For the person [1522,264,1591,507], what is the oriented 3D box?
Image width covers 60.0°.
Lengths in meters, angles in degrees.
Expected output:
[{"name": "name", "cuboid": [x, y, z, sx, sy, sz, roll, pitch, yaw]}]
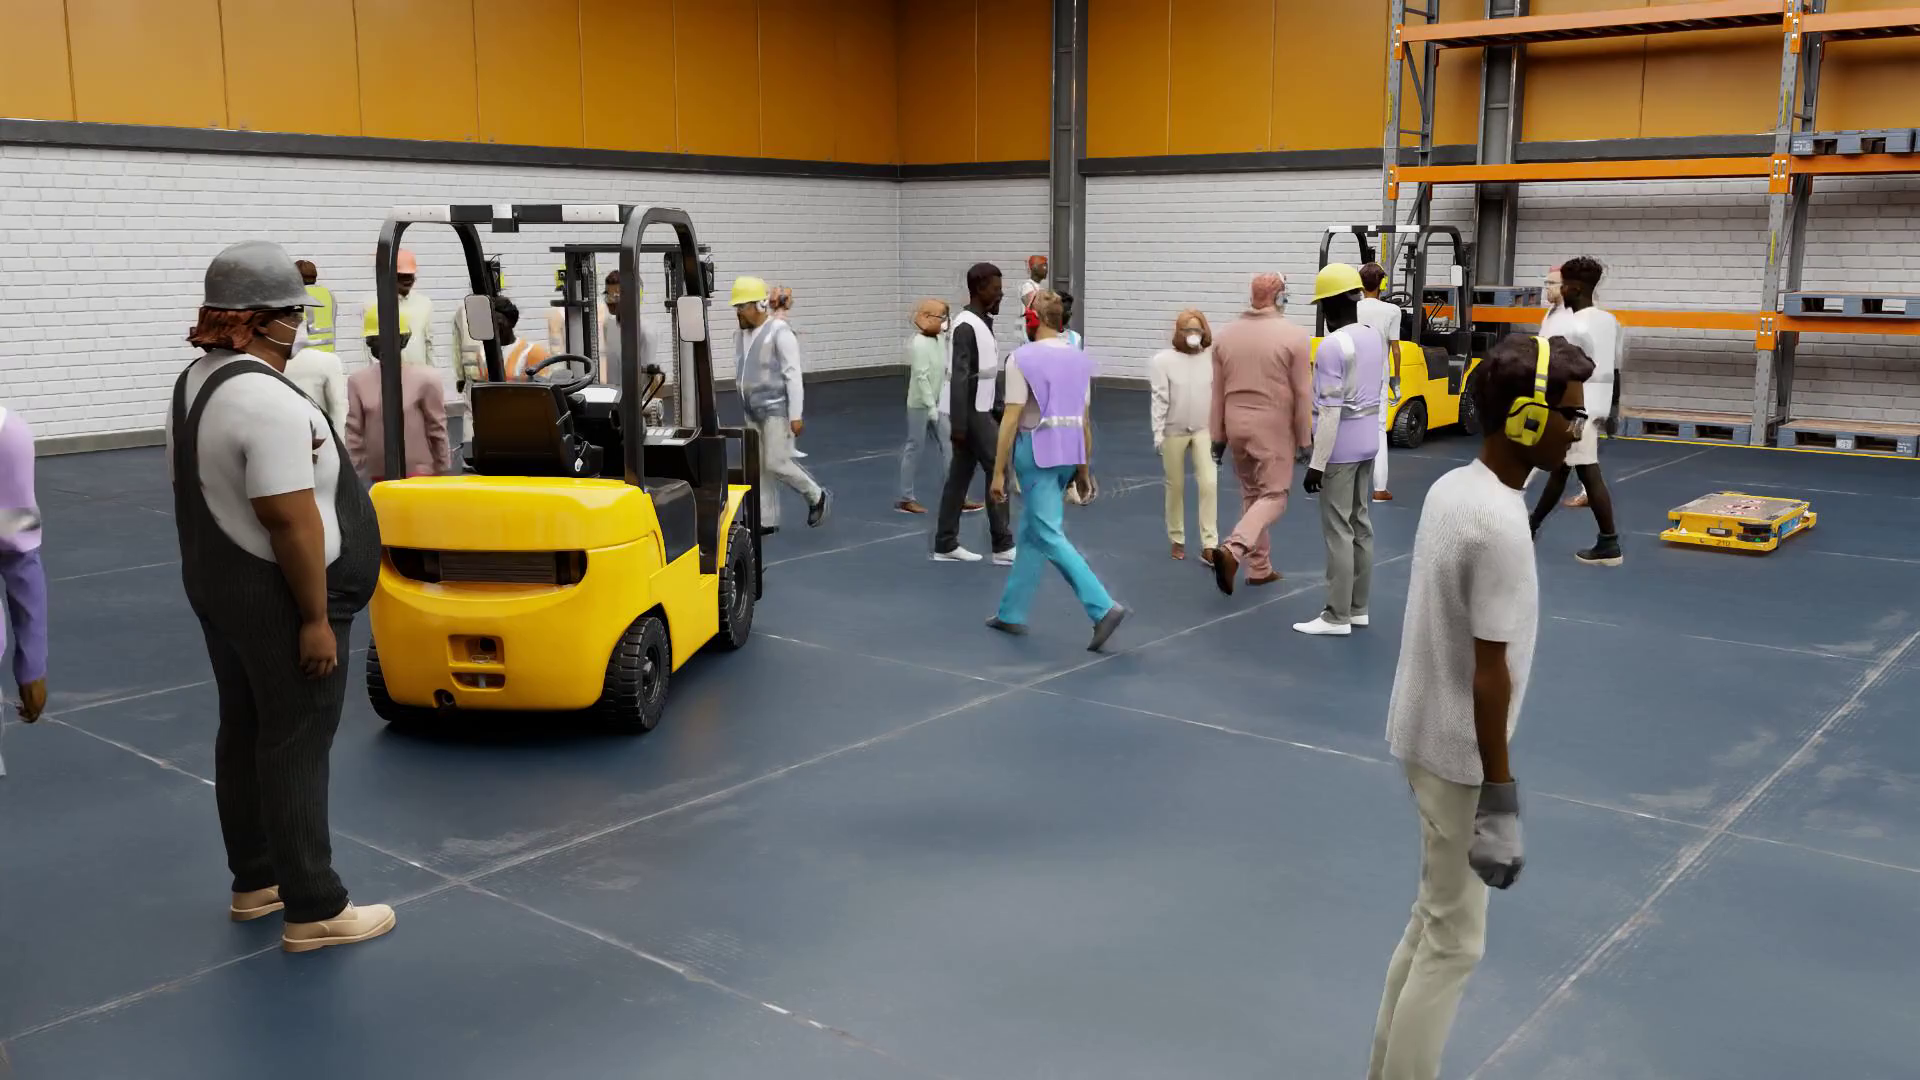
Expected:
[{"name": "person", "cuboid": [4.473, -1.146, 12.572, 1.006, 1.853, 0.645, 1, 10, 6]}]

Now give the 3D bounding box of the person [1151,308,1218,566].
[{"name": "person", "cuboid": [1.442, -0.632, 10.410, 0.505, 1.607, 0.723, 0, 10, -2]}]

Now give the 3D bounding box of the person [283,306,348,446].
[{"name": "person", "cuboid": [-3.689, -0.500, 9.315, 0.542, 1.720, 0.860, -3, 11, -16]}]

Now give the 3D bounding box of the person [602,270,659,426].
[{"name": "person", "cuboid": [-2.085, -0.768, 10.496, 0.548, 1.846, 0.407, 8, 13, 38]}]

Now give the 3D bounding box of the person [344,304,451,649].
[{"name": "person", "cuboid": [-2.875, -0.368, 8.617, 0.535, 1.728, 0.879, 3, 11, 14]}]

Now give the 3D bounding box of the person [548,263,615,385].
[{"name": "person", "cuboid": [-2.943, -1.206, 12.881, 0.602, 1.854, 0.960, -8, 13, -39]}]

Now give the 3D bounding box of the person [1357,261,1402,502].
[{"name": "person", "cuboid": [3.186, -1.220, 12.963, 0.512, 1.862, 0.328, 4, 11, 20]}]

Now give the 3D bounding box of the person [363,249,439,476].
[{"name": "person", "cuboid": [-4.281, -1.264, 12.930, 0.619, 1.956, 0.909, -10, 14, -42]}]

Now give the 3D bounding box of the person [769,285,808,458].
[{"name": "person", "cuboid": [-1.714, -1.548, 15.431, 0.545, 1.621, 0.529, -2, 10, -12]}]

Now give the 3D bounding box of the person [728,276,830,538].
[{"name": "person", "cuboid": [-1.276, -0.893, 11.333, 0.631, 1.803, 0.601, -9, 14, -41]}]

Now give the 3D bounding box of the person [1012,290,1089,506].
[{"name": "person", "cuboid": [0.690, -1.124, 13.006, 0.535, 1.660, 0.876, -5, 11, -27]}]

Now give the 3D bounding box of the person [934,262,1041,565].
[{"name": "person", "cuboid": [0.203, -0.782, 10.449, 0.832, 1.887, 0.591, 1, 10, 5]}]

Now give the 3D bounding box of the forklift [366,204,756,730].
[{"name": "forklift", "cuboid": [-1.766, -0.406, 7.525, 1.214, 2.155, 2.313, 1, 10, 7]}]

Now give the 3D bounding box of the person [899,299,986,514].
[{"name": "person", "cuboid": [-0.151, -0.965, 12.243, 0.750, 1.597, 0.525, 5, 11, 25]}]

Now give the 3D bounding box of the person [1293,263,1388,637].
[{"name": "person", "cuboid": [1.955, -0.457, 8.574, 0.380, 1.917, 0.586, 8, 13, 38]}]

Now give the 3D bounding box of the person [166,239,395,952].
[{"name": "person", "cuboid": [-1.959, 0.154, 4.844, 0.682, 2.000, 0.537, 10, 14, 43]}]

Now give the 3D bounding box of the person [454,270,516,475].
[{"name": "person", "cuboid": [-4.053, -1.435, 14.317, 0.646, 1.792, 0.603, 4, 11, 19]}]

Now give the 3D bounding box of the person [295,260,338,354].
[{"name": "person", "cuboid": [-6.310, -1.787, 16.154, 0.430, 1.845, 0.619, 3, 11, 19]}]

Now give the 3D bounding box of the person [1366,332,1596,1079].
[{"name": "person", "cuboid": [1.104, 0.484, 3.561, 0.385, 1.850, 0.538, 1, 10, 8]}]

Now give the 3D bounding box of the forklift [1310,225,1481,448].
[{"name": "forklift", "cuboid": [4.449, -2.115, 16.993, 1.214, 2.155, 2.313, 8, 13, 38]}]

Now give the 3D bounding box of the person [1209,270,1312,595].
[{"name": "person", "cuboid": [1.694, -0.607, 9.567, 0.792, 1.876, 0.650, -10, 14, -44]}]

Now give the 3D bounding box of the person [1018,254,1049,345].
[{"name": "person", "cuboid": [0.837, -2.309, 18.960, 0.447, 1.871, 0.597, 3, 11, 16]}]

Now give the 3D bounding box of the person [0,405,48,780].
[{"name": "person", "cuboid": [-2.673, 0.266, 4.289, 0.609, 2.016, 0.867, -3, 11, -17]}]

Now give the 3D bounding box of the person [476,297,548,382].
[{"name": "person", "cuboid": [-2.937, -0.799, 11.174, 0.538, 1.674, 0.651, 3, 11, 19]}]

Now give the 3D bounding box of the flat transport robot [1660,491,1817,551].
[{"name": "flat transport robot", "cuboid": [5.356, -0.143, 11.397, 0.652, 0.197, 1.431, 8, 13, 38]}]

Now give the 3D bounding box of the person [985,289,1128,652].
[{"name": "person", "cuboid": [0.488, -0.359, 8.383, 0.633, 1.799, 0.893, -10, 14, -44]}]

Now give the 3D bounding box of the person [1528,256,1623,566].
[{"name": "person", "cuboid": [3.852, -0.826, 10.578, 0.617, 1.918, 0.990, -8, 13, -39]}]
